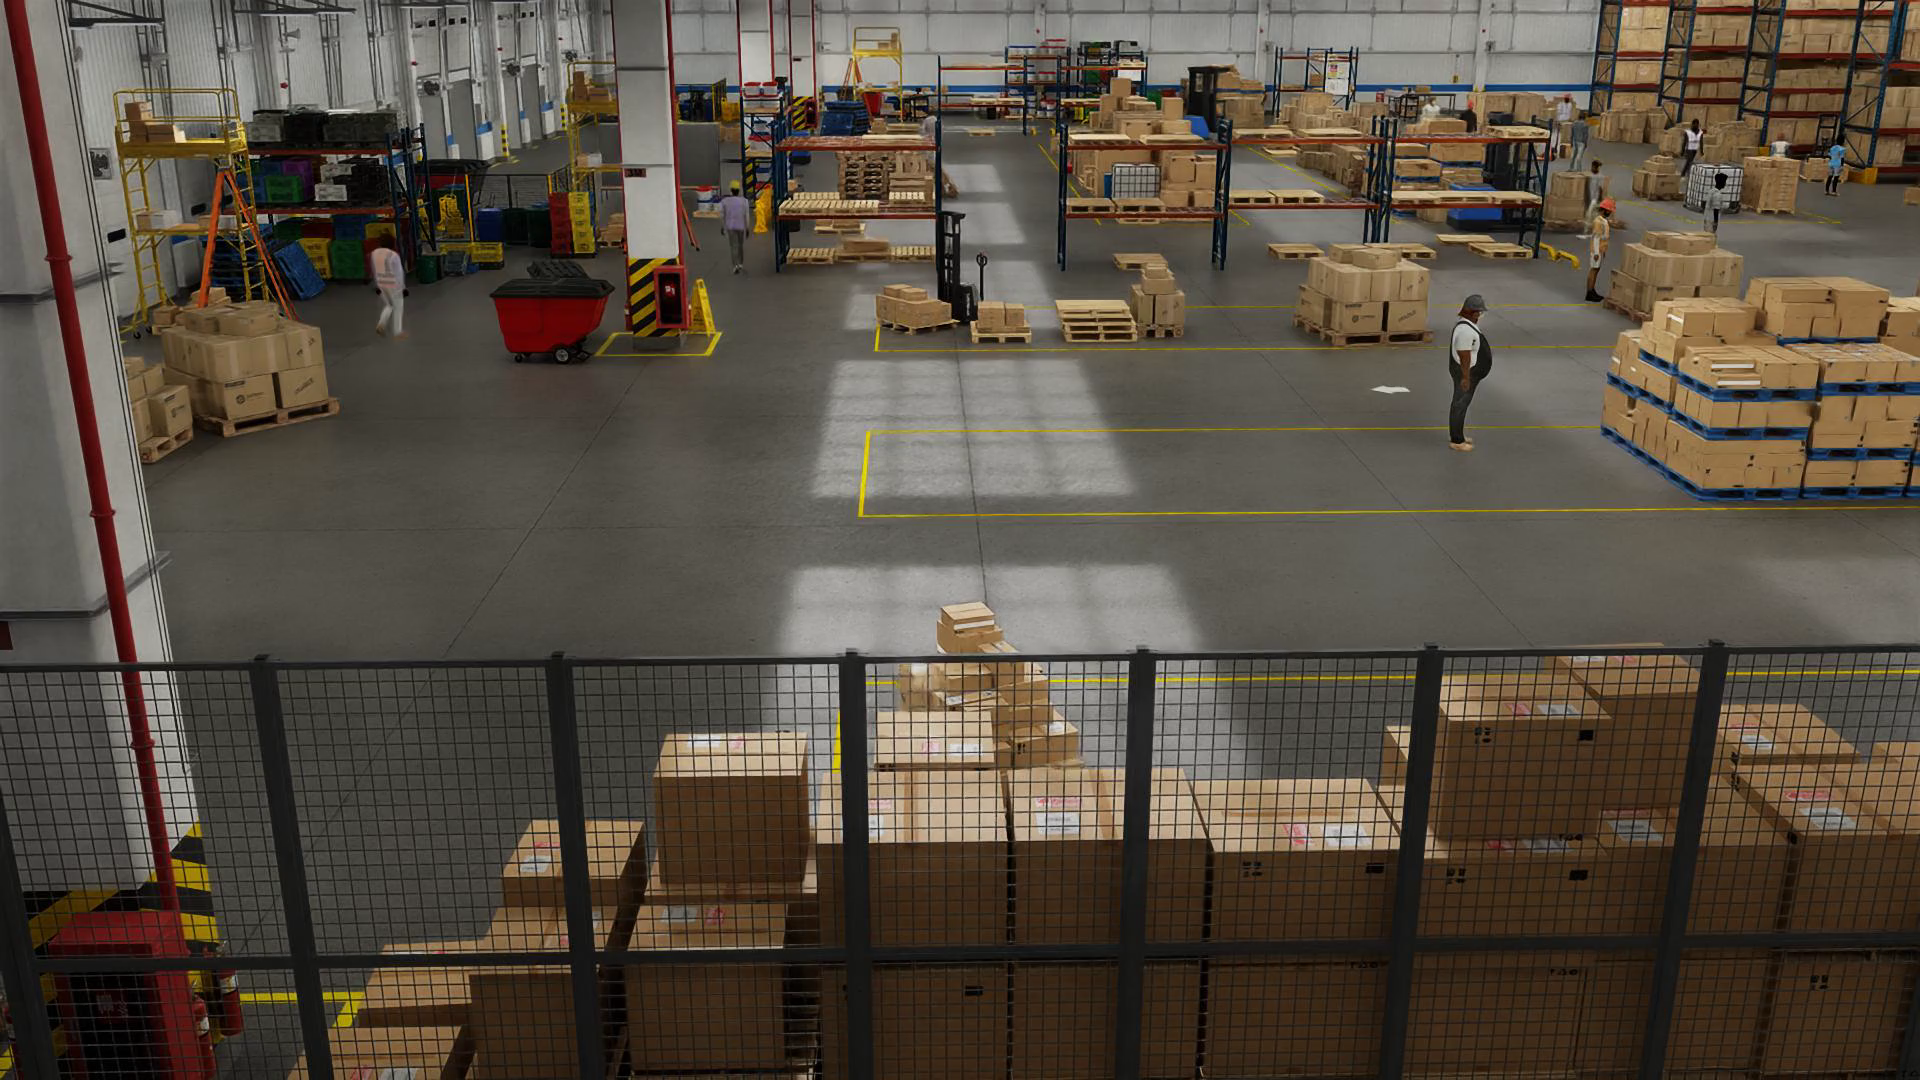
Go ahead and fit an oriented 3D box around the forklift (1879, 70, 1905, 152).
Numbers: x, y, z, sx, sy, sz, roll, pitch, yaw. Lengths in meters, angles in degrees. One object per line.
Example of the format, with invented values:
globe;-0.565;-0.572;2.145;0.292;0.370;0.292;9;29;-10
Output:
forklift;32.946;-15.383;59.505;1.873;2.768;1.129;8;20;22

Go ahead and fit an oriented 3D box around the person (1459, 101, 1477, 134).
person;17.253;-13.830;56.303;0.653;1.961;0.904;-6;20;-18

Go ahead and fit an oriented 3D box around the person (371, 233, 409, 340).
person;-9.675;-4.296;28.244;0.631;1.824;0.465;12;22;32

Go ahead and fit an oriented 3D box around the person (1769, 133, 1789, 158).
person;24.153;-11.207;49.094;0.515;1.593;0.860;5;19;14

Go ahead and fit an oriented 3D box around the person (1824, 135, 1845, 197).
person;24.851;-10.608;47.165;0.318;1.697;0.536;-5;19;-15

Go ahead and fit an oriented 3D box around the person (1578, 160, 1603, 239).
person;14.985;-8.054;39.364;0.499;1.867;0.585;0;19;0

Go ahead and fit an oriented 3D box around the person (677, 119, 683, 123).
person;-8.409;-11.684;50.019;0.620;1.911;0.421;17;25;40

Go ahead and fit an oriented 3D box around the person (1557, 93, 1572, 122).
person;22.365;-15.609;61.657;0.567;1.917;0.598;-2;19;-6

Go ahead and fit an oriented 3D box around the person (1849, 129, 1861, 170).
person;29.146;-12.929;53.829;0.631;1.843;0.429;-3;19;-10

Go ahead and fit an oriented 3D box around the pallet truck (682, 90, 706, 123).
pallet truck;-9.671;-15.907;62.421;0.823;1.965;1.885;5;19;15

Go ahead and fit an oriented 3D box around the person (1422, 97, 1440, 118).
person;16.814;-14.799;59.261;0.651;1.904;0.864;-4;19;-12

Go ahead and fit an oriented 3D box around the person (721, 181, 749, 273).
person;-4.714;-6.581;34.942;0.603;1.886;0.966;-3;19;-10

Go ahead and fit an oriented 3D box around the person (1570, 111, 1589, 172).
person;19.535;-12.528;52.487;0.372;1.940;0.627;-13;23;-34

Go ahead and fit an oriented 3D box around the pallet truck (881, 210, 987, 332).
pallet truck;-0.493;-4.759;29.349;1.885;1.965;0.823;-13;23;-34

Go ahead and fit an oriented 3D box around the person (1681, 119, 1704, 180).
person;22.263;-11.844;50.571;0.592;1.869;1.006;-5;19;-14

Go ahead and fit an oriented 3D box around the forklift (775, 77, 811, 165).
forklift;-5.920;-13.893;55.085;1.873;2.768;1.129;-1;19;-1

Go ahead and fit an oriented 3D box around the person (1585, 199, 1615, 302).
person;12.220;-5.528;31.739;0.369;1.929;0.542;11;22;30

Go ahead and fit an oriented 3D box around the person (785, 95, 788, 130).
person;-6.978;-16.798;65.634;0.537;1.641;0.950;-2;19;-5

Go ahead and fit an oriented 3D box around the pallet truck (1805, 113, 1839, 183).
pallet truck;26.403;-11.957;50.702;0.823;1.965;1.885;6;19;16

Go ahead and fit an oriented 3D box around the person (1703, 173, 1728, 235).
person;16.215;-6.913;35.811;0.371;1.958;0.598;3;19;9

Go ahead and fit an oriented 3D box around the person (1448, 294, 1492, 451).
person;6.641;-2.195;21.676;0.539;2.000;0.688;5;19;13

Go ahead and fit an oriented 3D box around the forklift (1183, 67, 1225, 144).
forklift;8.780;-15.999;61.334;1.873;2.768;1.129;-13;22;-33

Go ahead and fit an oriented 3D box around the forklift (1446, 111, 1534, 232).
forklift;13.030;-8.996;40.557;1.873;2.768;1.129;-1;19;-2

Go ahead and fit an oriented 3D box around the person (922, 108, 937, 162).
person;-0.942;-13.179;54.460;0.651;1.909;0.649;-5;19;-16
